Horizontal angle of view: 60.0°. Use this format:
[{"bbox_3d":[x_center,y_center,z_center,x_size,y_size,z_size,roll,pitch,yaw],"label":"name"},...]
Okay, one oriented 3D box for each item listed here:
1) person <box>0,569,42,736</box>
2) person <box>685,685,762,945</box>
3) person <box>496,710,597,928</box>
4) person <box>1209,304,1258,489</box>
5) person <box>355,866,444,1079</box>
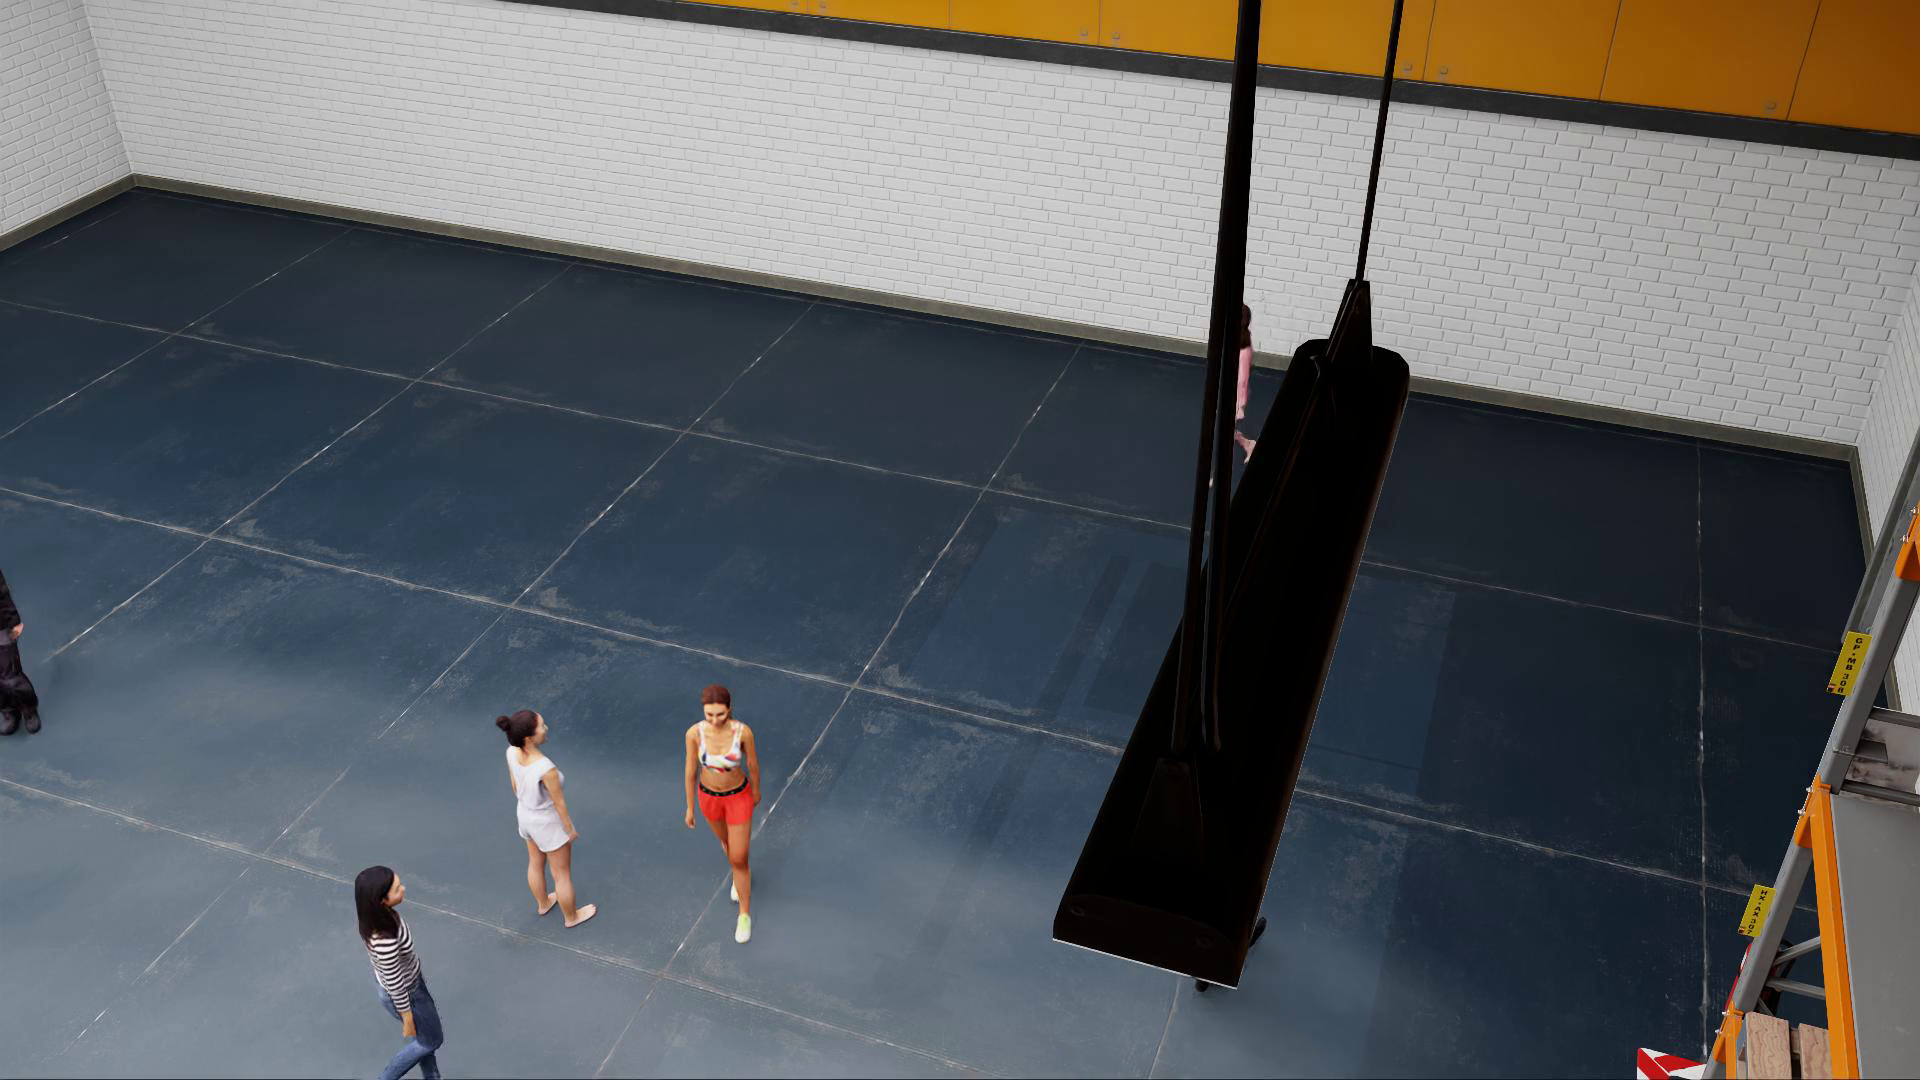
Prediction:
[{"bbox_3d":[-6.861,0.570,11.670,0.856,1.825,0.882,-9,35,-13],"label":"person"},{"bbox_3d":[-1.441,1.536,10.267,0.741,1.770,0.970,3,34,4],"label":"person"},{"bbox_3d":[-2.553,1.701,10.156,0.617,1.619,0.588,21,39,28],"label":"person"},{"bbox_3d":[2.416,-1.260,14.460,0.930,1.784,0.893,-11,35,-15],"label":"person"},{"bbox_3d":[-3.051,2.457,8.868,0.924,1.784,0.843,-18,38,-25],"label":"person"}]
